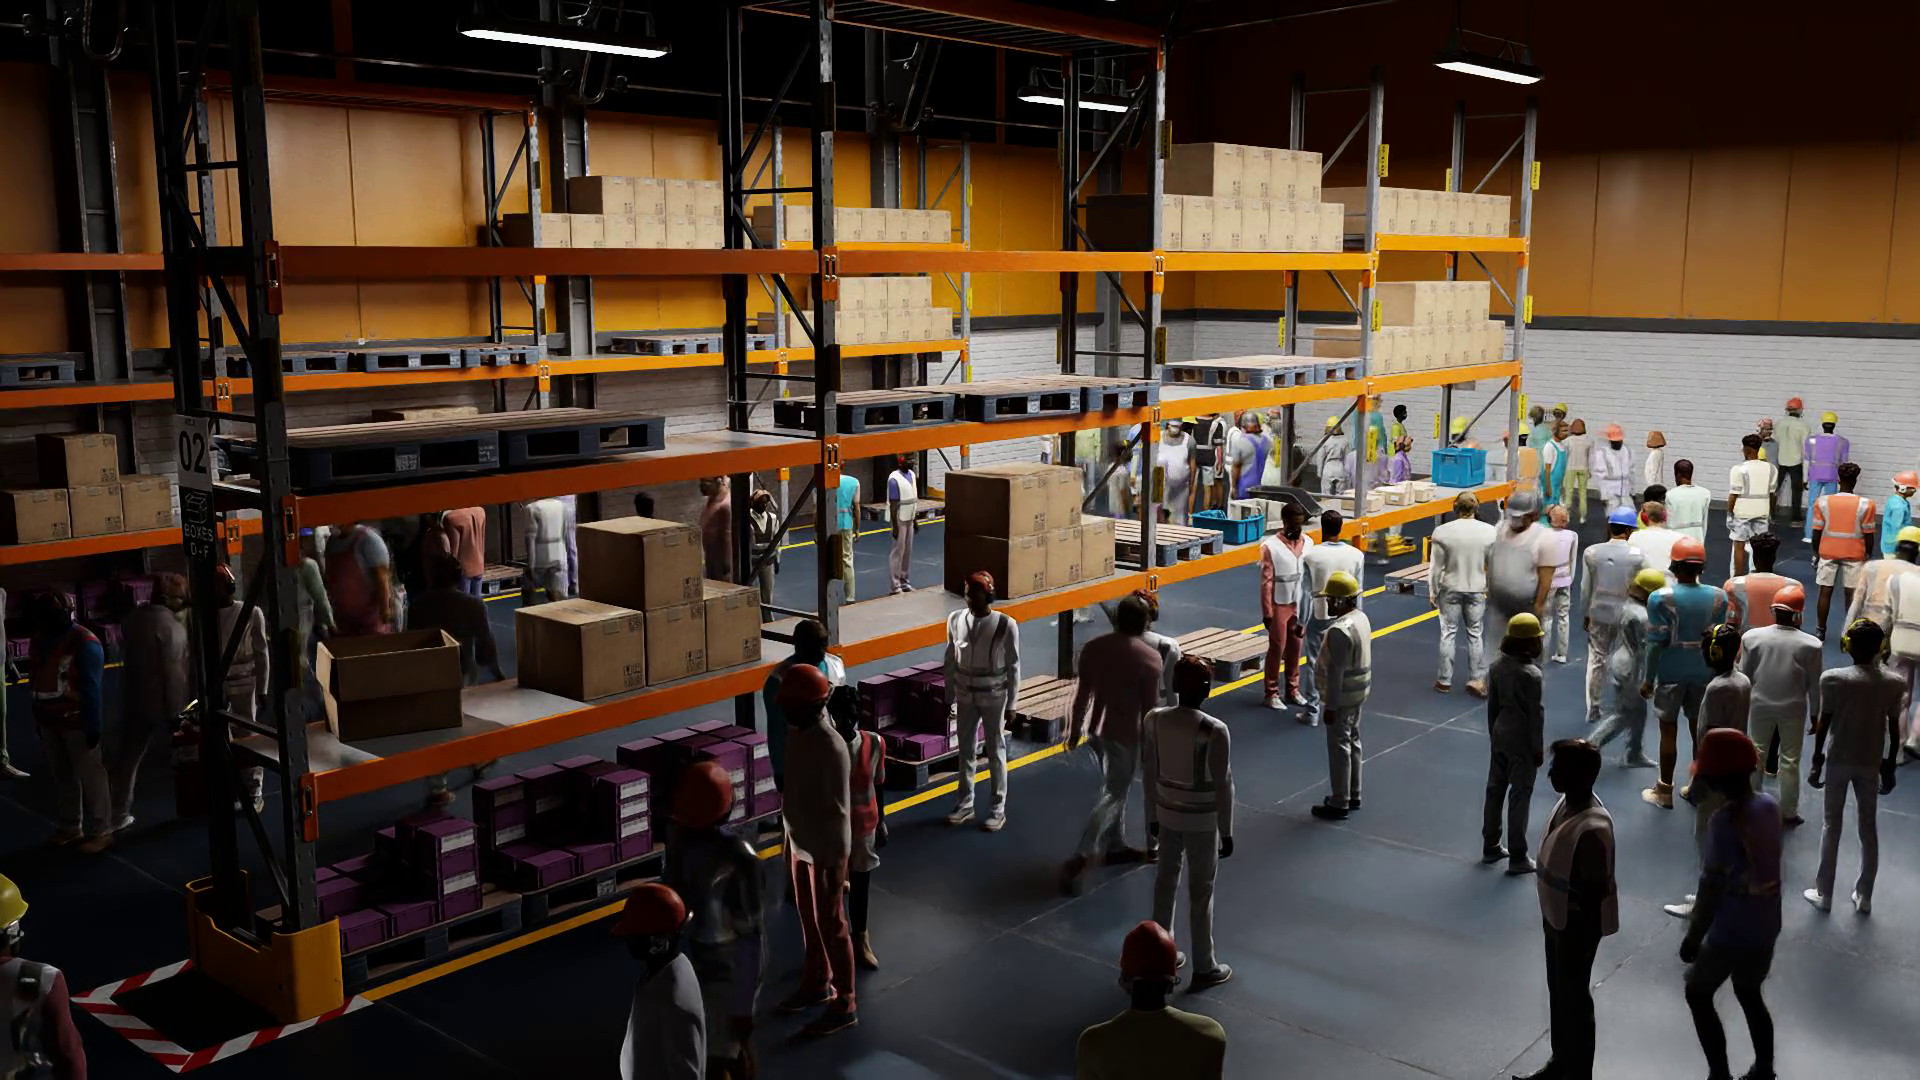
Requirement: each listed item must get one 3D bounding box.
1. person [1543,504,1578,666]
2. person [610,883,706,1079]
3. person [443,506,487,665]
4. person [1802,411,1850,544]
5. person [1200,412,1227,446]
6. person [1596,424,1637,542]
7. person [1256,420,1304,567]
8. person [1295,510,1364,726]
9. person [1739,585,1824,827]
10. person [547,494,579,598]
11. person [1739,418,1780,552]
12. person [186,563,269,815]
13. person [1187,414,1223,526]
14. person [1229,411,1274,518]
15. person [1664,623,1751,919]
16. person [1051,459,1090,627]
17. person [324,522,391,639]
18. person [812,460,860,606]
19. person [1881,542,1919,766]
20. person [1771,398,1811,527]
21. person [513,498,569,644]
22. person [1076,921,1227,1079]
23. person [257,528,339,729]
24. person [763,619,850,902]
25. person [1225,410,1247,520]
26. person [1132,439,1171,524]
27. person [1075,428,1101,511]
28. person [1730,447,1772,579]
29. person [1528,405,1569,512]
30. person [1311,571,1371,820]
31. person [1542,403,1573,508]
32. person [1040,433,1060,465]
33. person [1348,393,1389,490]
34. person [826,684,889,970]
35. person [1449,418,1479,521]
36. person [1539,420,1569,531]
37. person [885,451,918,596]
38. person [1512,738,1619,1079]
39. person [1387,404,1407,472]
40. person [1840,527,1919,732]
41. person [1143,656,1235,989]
[{"bbox_3d":[5.973,0.456,16.757,0.521,1.640,0.307,-3,10,-19],"label":"person"},{"bbox_3d":[-1.135,2.146,6.327,0.335,1.749,0.575,-3,10,-17],"label":"person"},{"bbox_3d":[-4.950,0.307,16.588,0.375,1.996,0.611,3,10,16],"label":"person"},{"bbox_3d":[12.465,-0.893,23.978,0.589,1.919,0.394,6,11,30],"label":"person"},{"bbox_3d":[4.577,-1.834,30.226,0.504,1.710,0.642,-1,10,-3],"label":"person"},{"bbox_3d":[8.912,-0.631,22.482,0.651,1.893,0.527,-2,10,-13],"label":"person"},{"bbox_3d":[4.199,-0.607,21.911,0.607,2.000,0.692,-4,10,-23],"label":"person"},{"bbox_3d":[3.241,0.687,14.593,0.599,1.909,0.398,-3,10,-15],"label":"person"},{"bbox_3d":[5.924,1.193,12.018,0.572,1.750,0.329,8,12,38],"label":"person"},{"bbox_3d":[-4.829,-0.213,20.140,0.345,1.847,0.506,5,11,28],"label":"person"},{"bbox_3d":[11.218,-0.767,23.312,0.655,1.895,0.400,-4,10,-21],"label":"person"},{"bbox_3d":[-5.373,1.096,12.209,0.583,1.882,0.338,0,10,-2],"label":"person"},{"bbox_3d":[3.737,-1.199,25.485,0.618,2.029,0.410,5,11,26],"label":"person"},{"bbox_3d":[4.007,-0.787,22.984,0.720,2.000,0.542,-5,11,-28],"label":"person"},{"bbox_3d":[4.660,1.434,10.291,0.351,1.856,0.521,9,13,43],"label":"person"},{"bbox_3d":[1.204,0.025,18.651,0.623,1.874,0.647,0,10,-2],"label":"person"},{"bbox_3d":[-5.392,0.543,15.046,0.742,2.000,0.732,5,11,28],"label":"person"},{"bbox_3d":[-1.450,-0.118,19.558,0.565,1.850,0.390,-2,10,-10],"label":"person"},{"bbox_3d":[7.739,0.881,13.408,0.432,1.905,0.607,-9,13,-42],"label":"person"},{"bbox_3d":[12.763,-1.188,25.592,0.484,1.966,0.769,-7,12,-35],"label":"person"},{"bbox_3d":[-4.423,0.199,17.508,0.800,1.901,0.559,9,13,42],"label":"person"},{"bbox_3d":[0.664,2.210,5.944,0.562,1.752,0.327,-2,10,-11],"label":"person"},{"bbox_3d":[-5.703,0.721,14.401,0.611,1.887,1.004,5,11,29],"label":"person"},{"bbox_3d":[-0.949,1.395,10.598,0.631,1.832,0.430,-9,13,-44],"label":"person"},{"bbox_3d":[4.176,-1.046,25.028,0.371,1.878,0.588,1,10,4],"label":"person"},{"bbox_3d":[2.454,-0.481,21.620,0.663,1.881,0.671,-4,10,-21],"label":"person"},{"bbox_3d":[2.031,-1.343,27.140,0.525,1.762,0.340,2,10,13],"label":"person"},{"bbox_3d":[10.040,-0.312,21.069,0.346,1.738,0.485,-7,12,-38],"label":"person"},{"bbox_3d":[8.853,-1.102,25.288,0.725,1.905,0.635,4,10,21],"label":"person"},{"bbox_3d":[2.795,1.130,12.202,0.405,1.824,0.586,5,11,28],"label":"person"},{"bbox_3d":[9.833,-1.382,27.388,0.528,1.755,0.343,8,12,39],"label":"person"},{"bbox_3d":[1.499,-1.411,27.323,0.385,1.836,0.565,-2,10,-14],"label":"person"},{"bbox_3d":[7.011,-1.594,28.374,0.976,1.850,0.629,-2,10,-10],"label":"person"},{"bbox_3d":[-0.658,1.646,9.484,0.540,1.695,0.317,-4,10,-24],"label":"person"},{"bbox_3d":[7.145,-0.819,23.740,1.024,1.852,0.670,-5,11,-27],"label":"person"},{"bbox_3d":[8.399,-0.779,23.538,0.341,1.839,0.503,8,12,39],"label":"person"},{"bbox_3d":[-0.707,-0.211,20.148,0.378,1.839,0.563,4,10,22],"label":"person"},{"bbox_3d":[2.911,1.834,7.908,0.389,1.848,0.567,1,10,7],"label":"person"},{"bbox_3d":[7.296,-1.415,27.752,0.322,1.697,0.532,3,10,19],"label":"person"},{"bbox_3d":[7.849,0.808,14.026,0.981,1.845,0.653,-8,12,-39],"label":"person"},{"bbox_3d":[1.289,1.575,9.346,0.575,1.885,0.355,8,12,40],"label":"person"}]
